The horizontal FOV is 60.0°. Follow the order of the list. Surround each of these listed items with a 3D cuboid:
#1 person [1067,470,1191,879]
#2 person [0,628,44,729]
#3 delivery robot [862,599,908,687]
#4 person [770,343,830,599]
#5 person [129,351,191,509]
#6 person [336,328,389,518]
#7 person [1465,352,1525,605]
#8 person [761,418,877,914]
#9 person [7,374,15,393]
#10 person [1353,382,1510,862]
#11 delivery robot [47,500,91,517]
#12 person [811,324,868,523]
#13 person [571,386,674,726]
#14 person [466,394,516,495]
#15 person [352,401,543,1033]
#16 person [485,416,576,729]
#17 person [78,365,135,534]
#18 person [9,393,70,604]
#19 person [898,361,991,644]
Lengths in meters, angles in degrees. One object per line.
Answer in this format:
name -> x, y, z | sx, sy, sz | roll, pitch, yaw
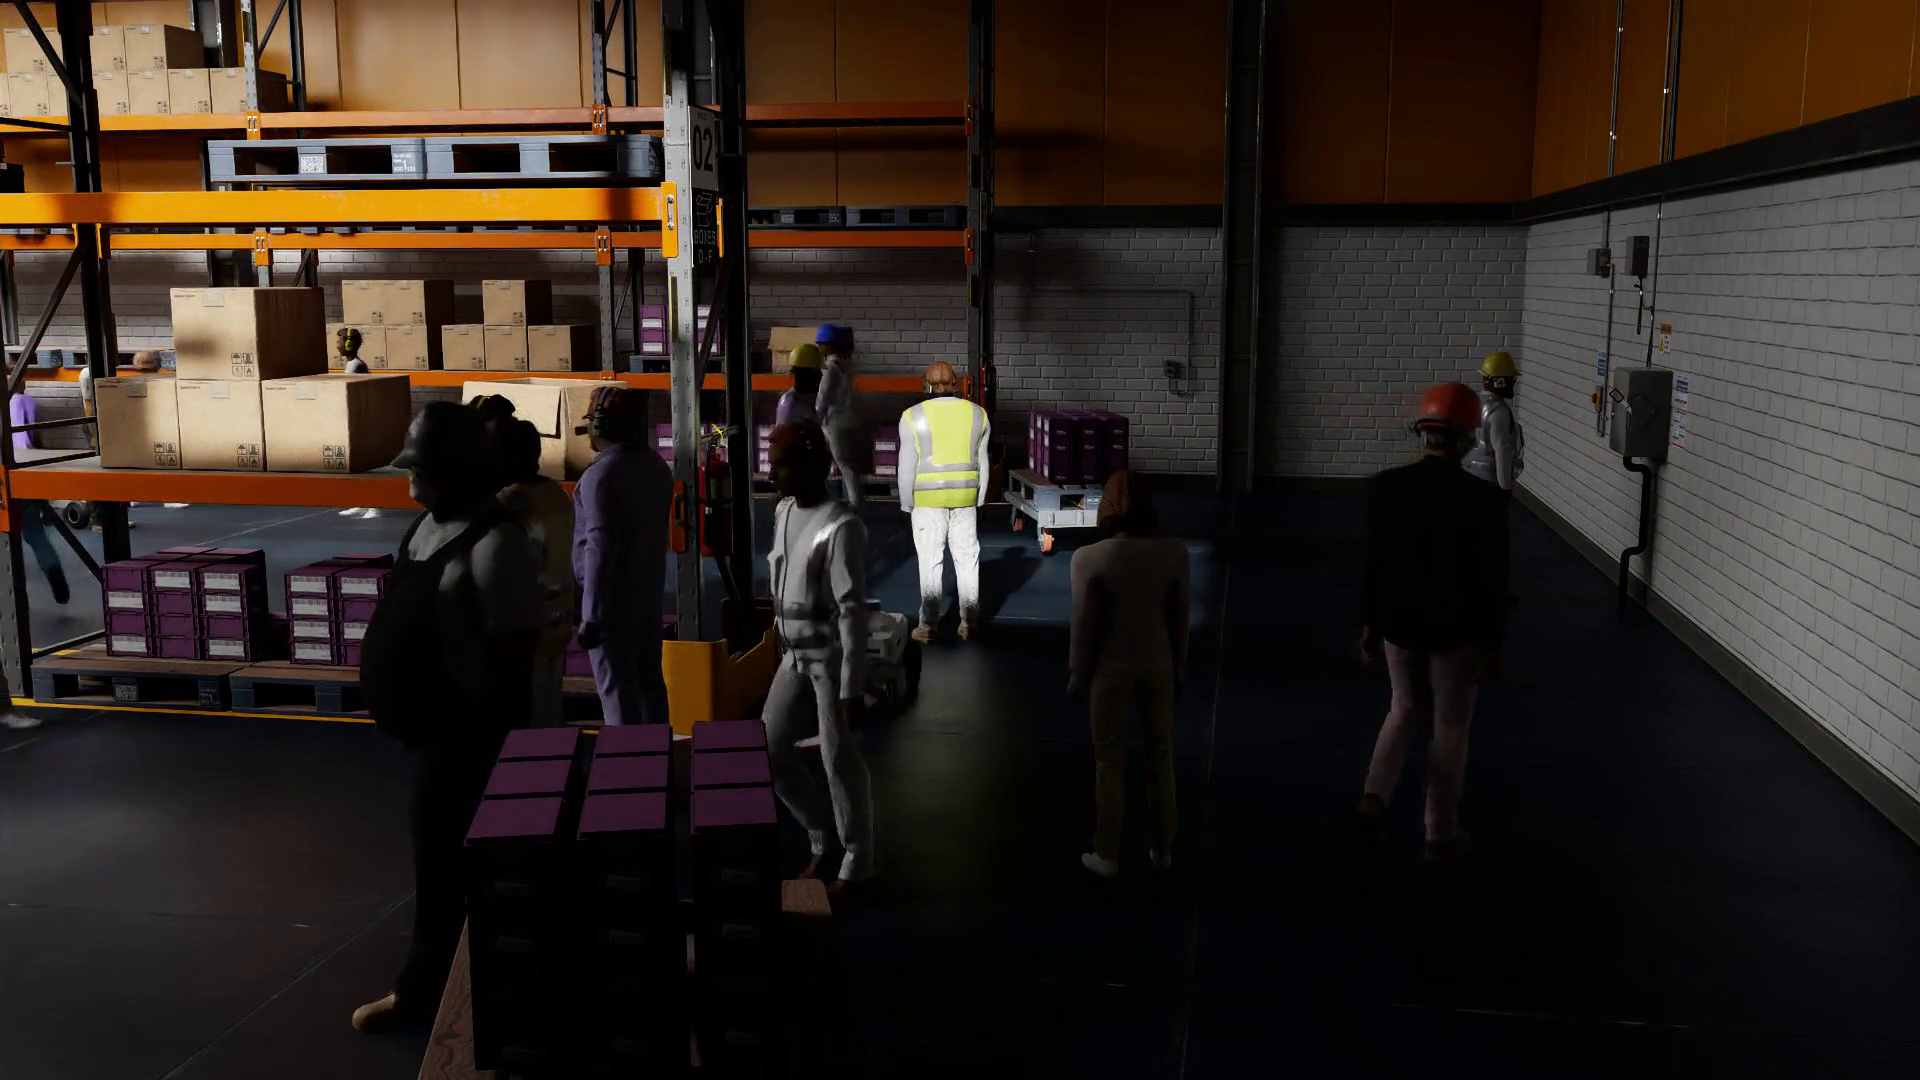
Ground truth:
person -> 0.671, 0.535, 6.625 | 0.498, 1.633, 0.280 | -2, 9, -11
person -> -5.342, 0.094, 8.597 | 0.852, 1.892, 0.594 | 1, 9, 4
delivery robot -> -0.498, 0.579, 9.401 | 0.477, 0.478, 0.707 | 1, 9, 5
person -> -1.024, -0.439, 11.829 | 0.749, 1.901, 0.606 | -1, 9, -3
person -> -8.232, -1.115, 16.961 | 0.735, 1.613, 0.346 | 1, 9, 6
person -> -5.883, -1.123, 16.293 | 0.525, 1.881, 0.581 | -3, 10, -17
person -> 3.894, -0.451, 12.128 | 0.404, 1.833, 0.590 | -1, 9, -5
person -> -0.528, 0.478, 6.250 | 0.467, 1.867, 0.702 | -6, 11, -34
person -> -7.803, -0.677, 13.261 | 0.434, 1.921, 0.637 | 7, 11, 36
person -> 1.883, 0.356, 6.680 | 0.635, 1.973, 0.575 | 8, 12, 41
delivery robot -> -8.379, -0.456, 15.817 | 0.707, 0.478, 0.477 | 4, 10, 25
person -> -1.310, -1.101, 15.918 | 0.949, 1.900, 0.623 | 1, 9, 5
person -> -1.530, 0.269, 7.432 | 0.405, 1.906, 0.652 | 3, 10, 16
person -> -2.126, 0.273, 7.538 | 0.329, 1.865, 0.513 | -2, 9, -15
person -> -1.605, 0.517, 5.478 | 0.873, 2.000, 0.687 | -6, 11, -31
person -> -1.769, 0.424, 6.672 | 0.429, 1.842, 0.635 | 1, 9, 9
person -> -7.913, -0.979, 15.391 | 0.351, 1.838, 0.507 | 0, 9, -3
person -> -6.659, -0.370, 11.686 | 0.745, 1.805, 0.616 | 8, 12, 40
person -> -0.114, -0.239, 10.808 | 0.624, 1.837, 0.430 | -3, 10, -19
